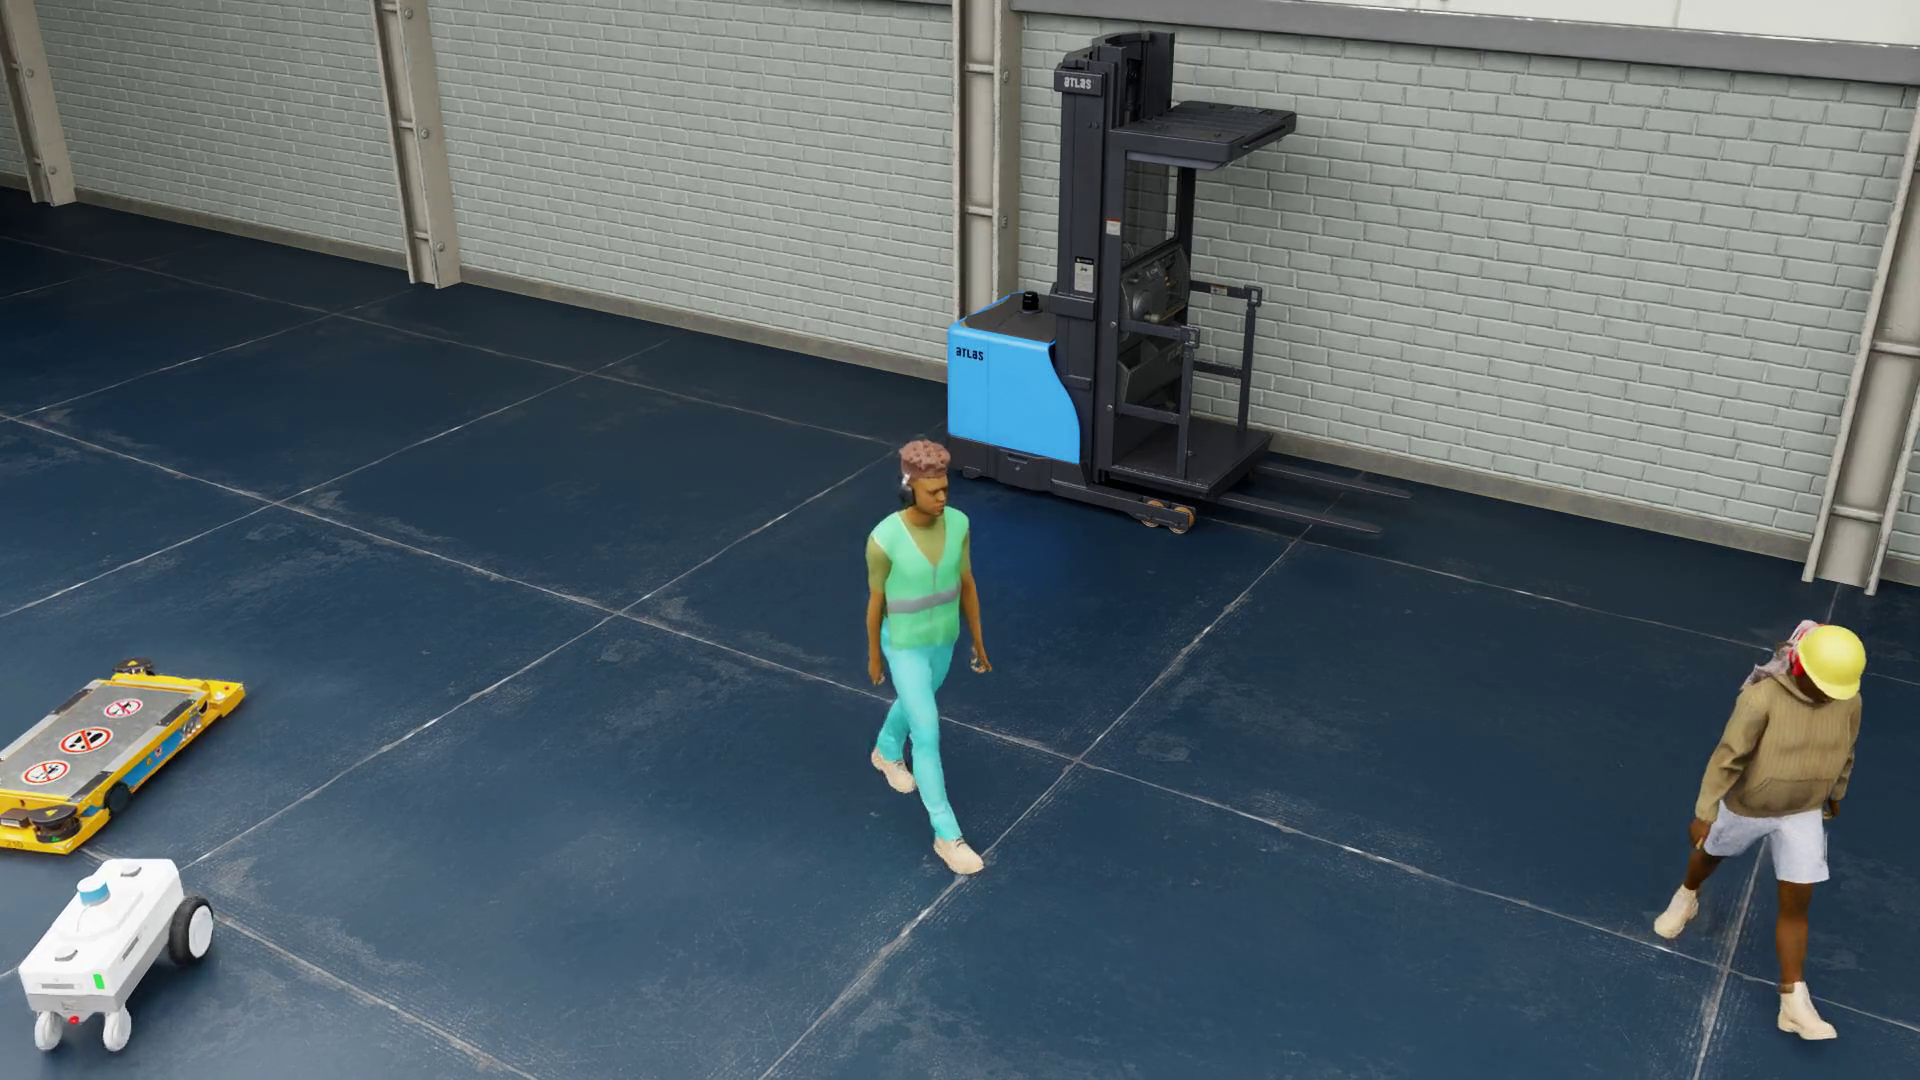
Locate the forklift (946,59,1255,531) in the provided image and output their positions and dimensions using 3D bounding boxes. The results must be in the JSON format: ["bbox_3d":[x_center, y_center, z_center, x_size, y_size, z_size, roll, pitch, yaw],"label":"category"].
[{"bbox_3d":[0.933,-1.707,10.833,1.873,2.768,1.129,15,29,28],"label":"forklift"}]

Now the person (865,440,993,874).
[{"bbox_3d":[-0.173,0.433,7.419,0.510,1.928,1.032,-17,30,-32],"label":"person"}]

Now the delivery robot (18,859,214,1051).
[{"bbox_3d":[-3.355,1.593,6.575,0.499,0.612,0.816,1,25,1],"label":"delivery robot"}]

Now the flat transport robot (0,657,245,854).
[{"bbox_3d":[-4.187,1.022,8.096,0.659,0.231,1.431,4,26,9],"label":"flat transport robot"}]

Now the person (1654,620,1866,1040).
[{"bbox_3d":[3.141,1.043,6.396,0.644,1.674,0.959,1,25,2],"label":"person"}]
